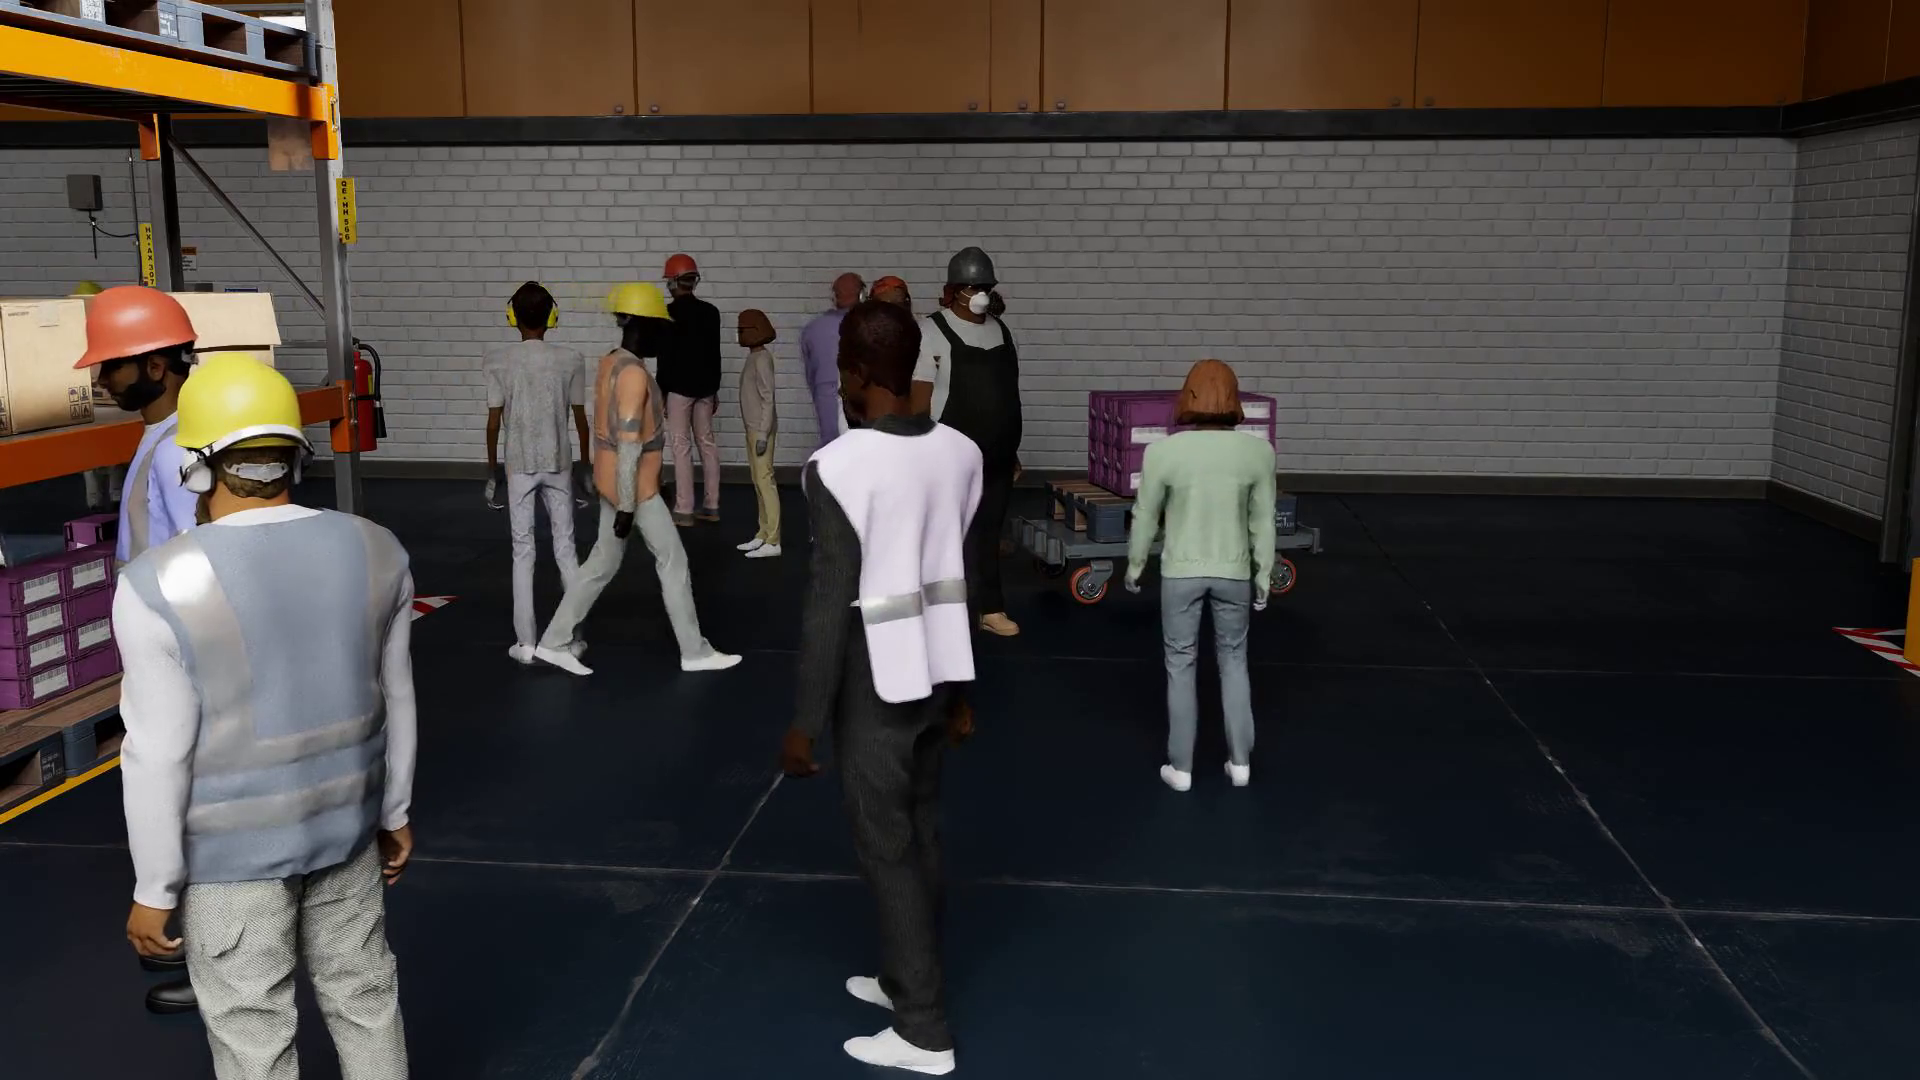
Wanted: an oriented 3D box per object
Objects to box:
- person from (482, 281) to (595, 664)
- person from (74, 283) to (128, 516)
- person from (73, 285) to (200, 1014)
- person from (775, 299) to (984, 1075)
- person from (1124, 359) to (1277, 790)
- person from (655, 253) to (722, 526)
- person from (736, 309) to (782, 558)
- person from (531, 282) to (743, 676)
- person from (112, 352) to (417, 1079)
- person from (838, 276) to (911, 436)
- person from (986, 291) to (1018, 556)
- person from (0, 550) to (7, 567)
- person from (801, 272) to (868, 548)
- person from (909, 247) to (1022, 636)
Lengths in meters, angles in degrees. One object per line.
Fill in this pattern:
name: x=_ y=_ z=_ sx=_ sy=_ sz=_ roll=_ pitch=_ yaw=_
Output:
person: x=-2.070 y=-0.326 z=8.170 sx=0.531 sy=1.870 sz=0.316 roll=-4 pitch=11 yaw=-21
person: x=-6.376 y=-1.012 z=12.360 sx=0.596 sy=1.778 sz=0.966 roll=-5 pitch=11 yaw=-28
person: x=-2.094 y=0.293 z=4.449 sx=0.370 sy=1.932 sz=0.543 roll=-5 pitch=11 yaw=-25
person: x=-0.181 y=0.369 z=4.166 sx=0.604 sy=1.913 sz=0.610 roll=7 pitch=12 yaw=34
person: x=0.902 y=0.140 z=6.214 sx=0.527 sy=1.627 sz=0.343 roll=-1 pitch=10 yaw=-5
person: x=-2.017 y=-1.102 z=12.254 sx=0.396 sy=1.992 sz=0.623 roll=8 pitch=12 yaw=37
person: x=-1.339 y=-0.702 z=10.997 sx=0.265 sy=1.632 sz=0.508 roll=-3 pitch=10 yaw=-15
person: x=-1.584 y=-0.273 z=7.848 sx=0.963 sy=1.884 sz=0.583 roll=-5 pitch=11 yaw=-25
person: x=-1.325 y=0.558 z=3.212 sx=0.403 sy=1.830 sz=0.600 roll=7 pitch=12 yaw=35
person: x=-0.378 y=-0.462 z=8.913 sx=0.572 sy=1.883 sz=0.356 roll=-6 pitch=11 yaw=-29
person: x=0.056 y=-0.697 z=10.578 sx=0.932 sy=1.781 sz=0.665 roll=-9 pitch=14 yaw=-43
person: x=-6.108 y=-0.556 z=9.693 sx=0.926 sy=1.793 sz=0.635 roll=-5 pitch=11 yaw=-26
person: x=-0.736 y=-0.766 z=10.670 sx=0.651 sy=1.879 sz=0.558 roll=4 pitch=11 yaw=24
person: x=0.077 y=-0.484 z=8.585 sx=0.684 sy=2.000 sz=0.538 roll=-7 pitch=12 yaw=-36
